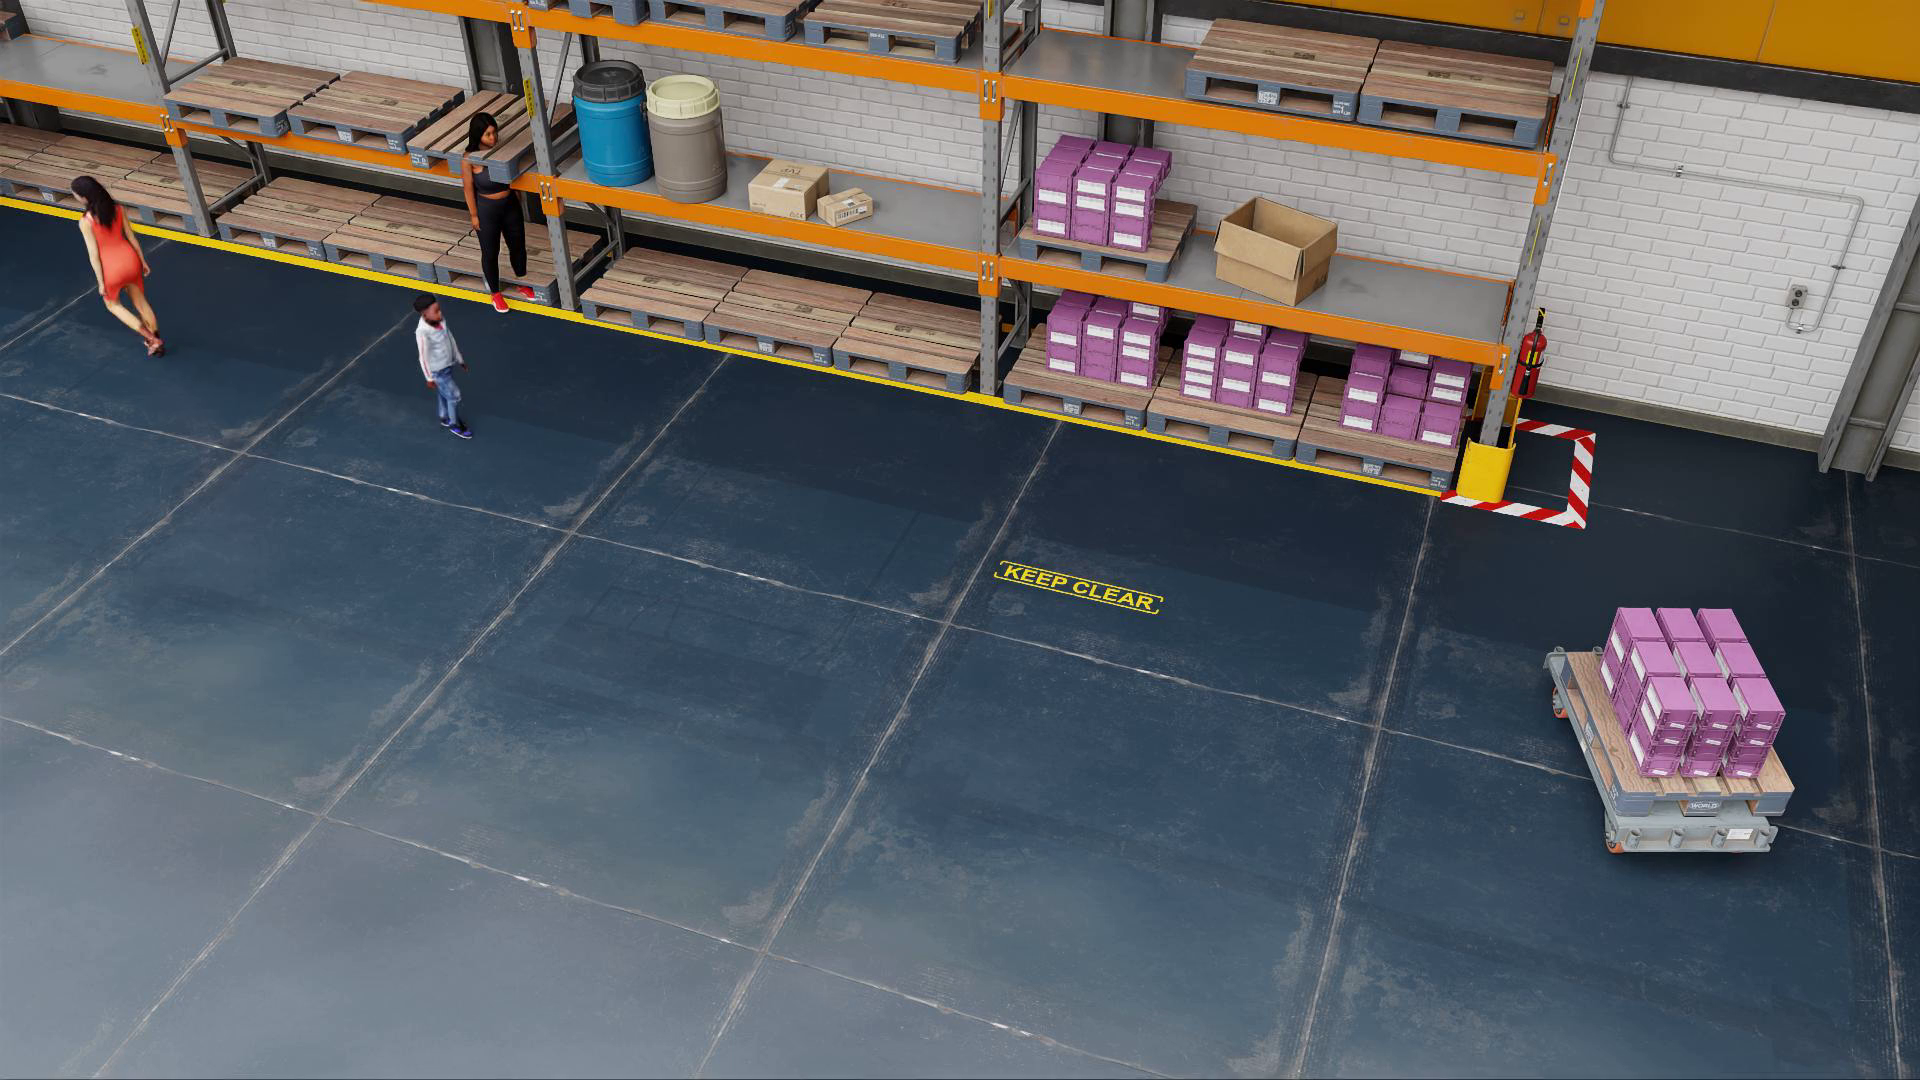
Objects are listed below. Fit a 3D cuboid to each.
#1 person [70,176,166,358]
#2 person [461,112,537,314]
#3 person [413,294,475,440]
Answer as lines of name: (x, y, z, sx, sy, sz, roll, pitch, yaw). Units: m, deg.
person: (-6.914, -2.205, 13.776, 0.711, 1.707, 0.698, 22, 43, 25)
person: (-4.056, -2.891, 14.548, 0.767, 1.815, 0.784, -28, 46, -30)
person: (-4.158, -1.396, 13.132, 0.589, 1.246, 0.519, 7, 39, 9)
